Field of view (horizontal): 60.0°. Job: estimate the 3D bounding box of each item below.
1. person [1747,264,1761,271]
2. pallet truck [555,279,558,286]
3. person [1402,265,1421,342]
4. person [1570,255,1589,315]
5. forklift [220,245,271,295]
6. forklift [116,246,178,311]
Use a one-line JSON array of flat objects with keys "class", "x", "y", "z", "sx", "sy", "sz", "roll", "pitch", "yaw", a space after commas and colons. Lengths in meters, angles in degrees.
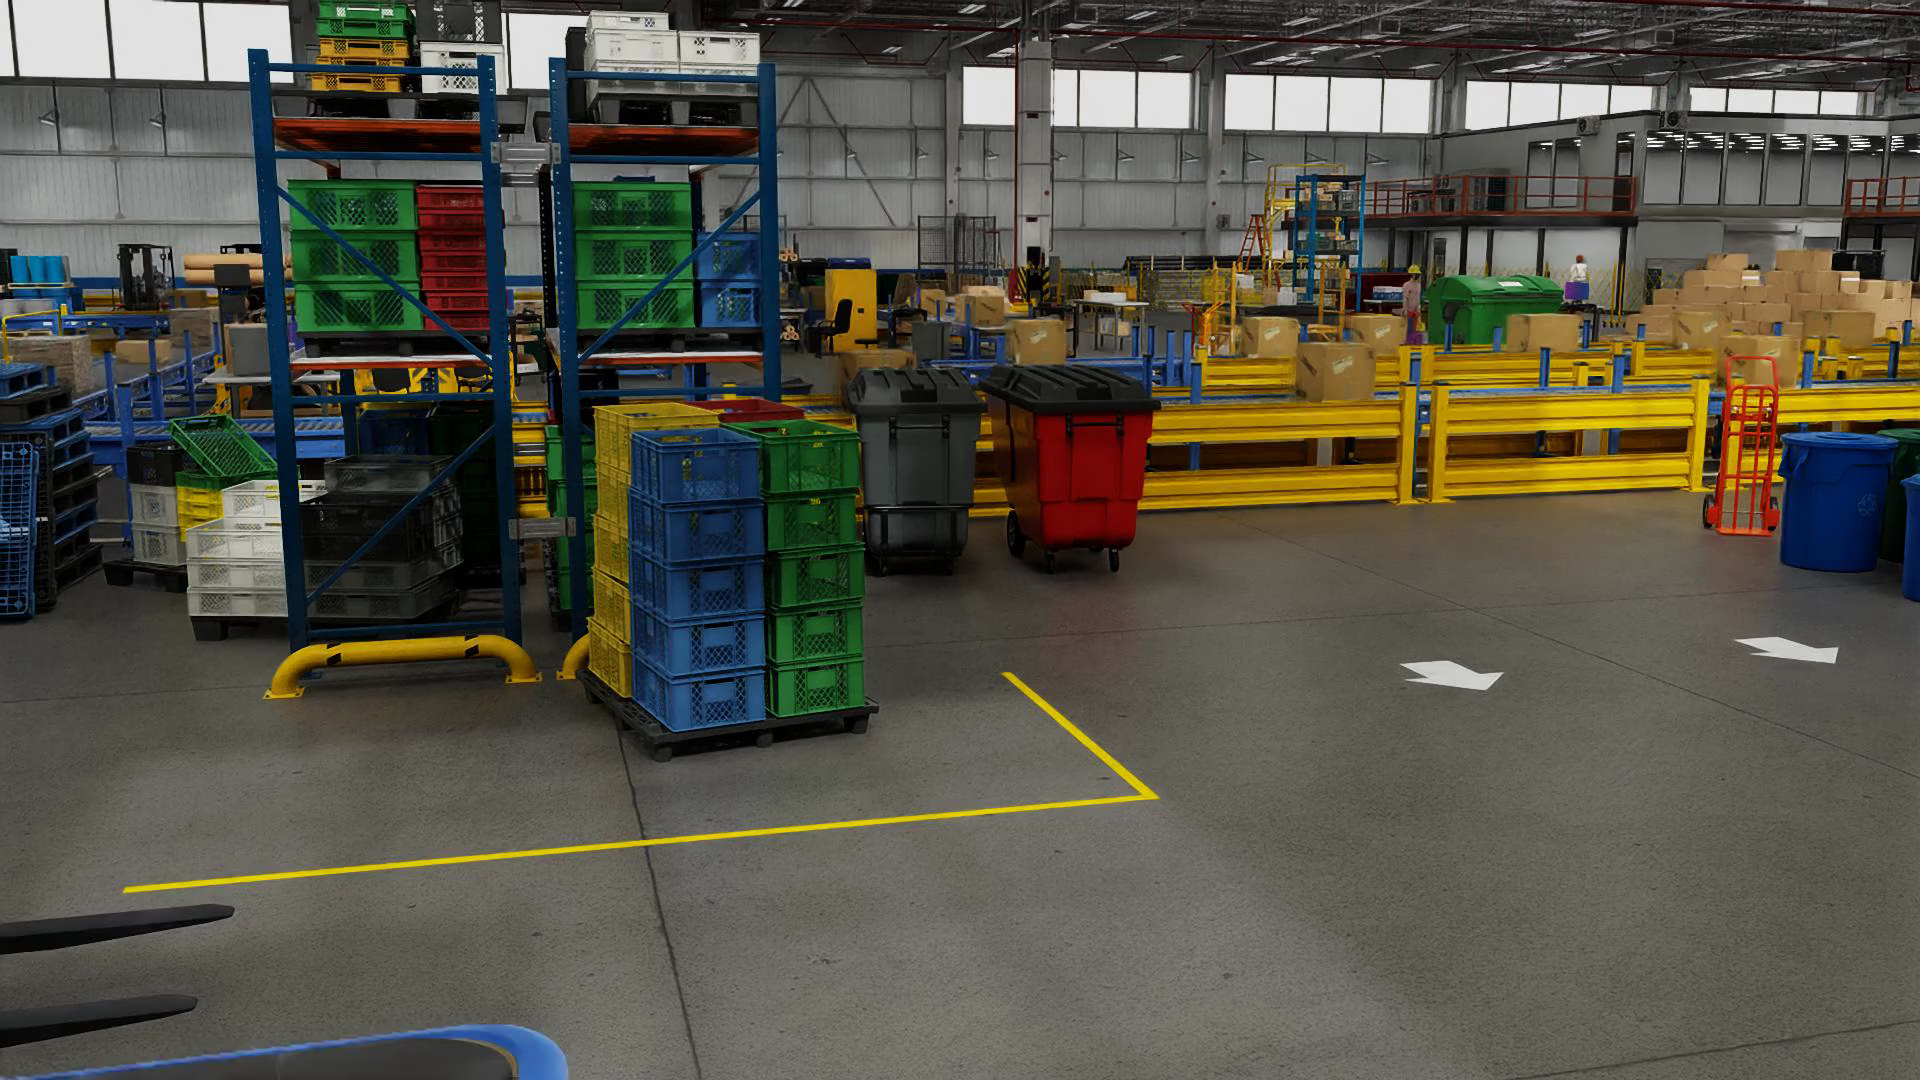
[{"class": "person", "x": 13.207, "y": -3.705, "z": 27.938, "sx": 0.938, "sy": 1.811, "sz": 0.681, "roll": 2, "pitch": 10, "yaw": 11}, {"class": "pallet truck", "x": -10.604, "y": -6.375, "z": 44.520, "sx": 0.653, "sy": 1.274, "sz": 1.630, "roll": -3, "pitch": 10, "yaw": -15}, {"class": "person", "x": 8.749, "y": -4.431, "z": 32.203, "sx": 0.524, "sy": 1.769, "sz": 0.308, "roll": -9, "pitch": 13, "yaw": -41}, {"class": "person", "x": 19.210, "y": -7.925, "z": 51.700, "sx": 0.628, "sy": 1.855, "sz": 0.707, "roll": 0, "pitch": 10, "yaw": -2}, {"class": "forklift", "x": -17.749, "y": -6.334, "z": 41.440, "sx": 1.157, "sy": 1.987, "sz": 2.680, "roll": -3, "pitch": 10, "yaw": -17}, {"class": "forklift", "x": -19.966, "y": -6.232, "z": 40.894, "sx": 1.157, "sy": 1.987, "sz": 2.680, "roll": -3, "pitch": 10, "yaw": -15}]
